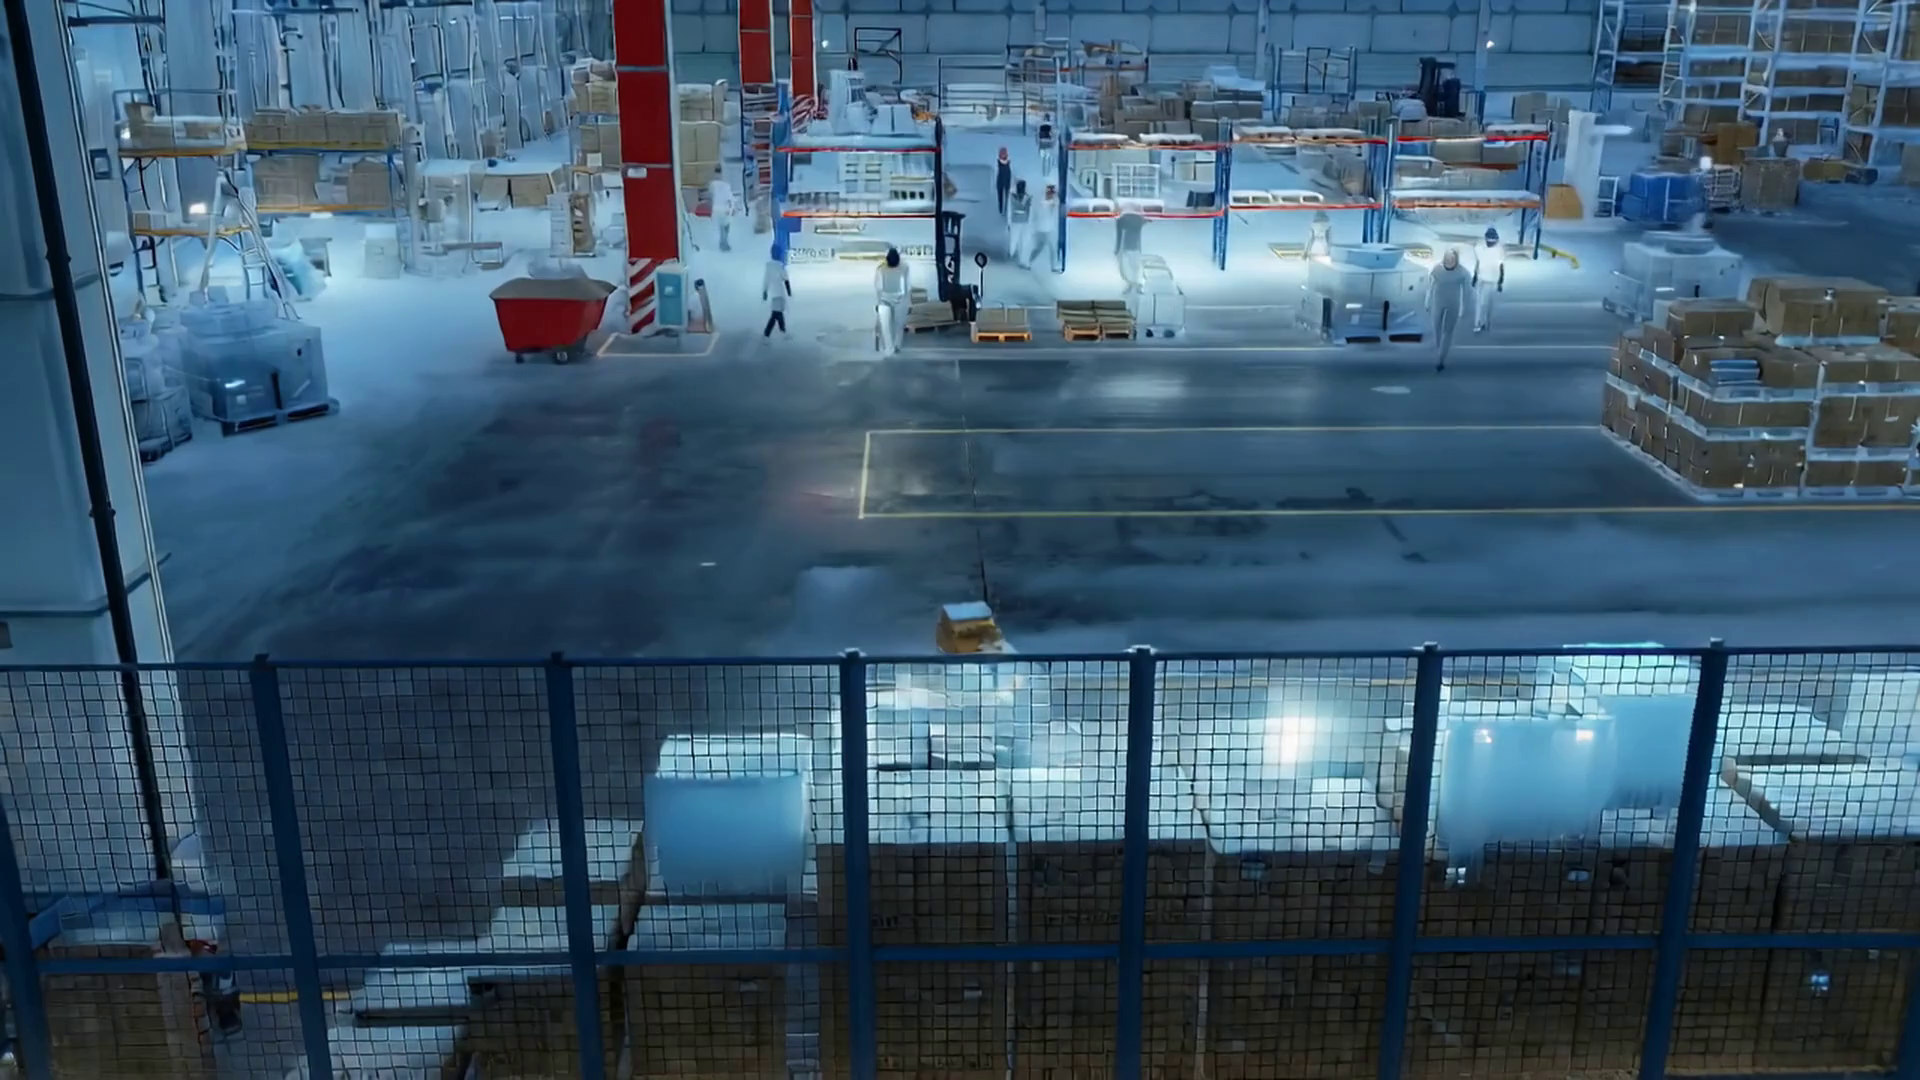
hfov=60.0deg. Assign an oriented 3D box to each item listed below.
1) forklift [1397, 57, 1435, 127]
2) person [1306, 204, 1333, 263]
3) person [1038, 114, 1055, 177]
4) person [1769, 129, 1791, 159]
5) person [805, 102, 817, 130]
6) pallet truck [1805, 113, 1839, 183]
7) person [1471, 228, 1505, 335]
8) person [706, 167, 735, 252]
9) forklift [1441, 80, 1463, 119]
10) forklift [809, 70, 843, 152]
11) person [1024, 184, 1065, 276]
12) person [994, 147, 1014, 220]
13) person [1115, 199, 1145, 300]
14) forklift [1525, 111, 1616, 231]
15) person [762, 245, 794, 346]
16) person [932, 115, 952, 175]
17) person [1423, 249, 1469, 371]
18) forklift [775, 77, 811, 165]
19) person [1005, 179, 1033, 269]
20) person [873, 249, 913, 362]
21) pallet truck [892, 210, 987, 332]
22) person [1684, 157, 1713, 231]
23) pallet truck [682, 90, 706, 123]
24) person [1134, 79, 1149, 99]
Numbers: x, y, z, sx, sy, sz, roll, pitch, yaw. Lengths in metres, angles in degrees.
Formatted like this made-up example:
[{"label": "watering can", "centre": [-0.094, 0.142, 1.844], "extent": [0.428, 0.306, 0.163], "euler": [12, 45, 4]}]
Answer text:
[{"label": "forklift", "centre": [19.208, -18.500, 68.752], "extent": [1.873, 2.768, 1.129], "euler": [-1, 19, -1]}, {"label": "person", "centre": [6.991, -5.650, 32.385], "extent": [0.492, 1.742, 0.323], "euler": [1, 19, 3]}, {"label": "person", "centre": [2.700, -12.330, 51.983], "extent": [0.556, 1.893, 1.013], "euler": [0, 19, 0]}, {"label": "person", "centre": [23.456, -10.832, 47.650], "extent": [0.536, 1.824, 1.006], "euler": [4, 19, 11]}, {"label": "person", "centre": [-5.419, -15.169, 60.807], "extent": [0.506, 1.620, 0.531], "euler": [10, 21, 26]}, {"label": "pallet truck", "centre": [26.403, -11.957, 50.702], "extent": [0.823, 1.965, 1.885], "euler": [6, 19, 16]}, {"label": "person", "centre": [9.111, -4.462, 28.741], "extent": [0.549, 1.816, 0.966], "euler": [8, 20, 22]}, {"label": "person", "centre": [-5.374, -7.421, 37.403], "extent": [0.636, 1.892, 0.588], "euler": [2, 19, 6]}, {"label": "forklift", "centre": [15.639, -13.239, 53.146], "extent": [1.873, 2.768, 1.129], "euler": [-1, 19, -1]}, {"label": "forklift", "centre": [-4.390, -15.230, 59.051], "extent": [1.873, 2.768, 1.129], "euler": [1, 19, 3]}, {"label": "person", "centre": [1.730, -6.464, 34.604], "extent": [0.968, 1.869, 0.643], "euler": [14, 23, 36]}, {"label": "person", "centre": [1.127, -9.205, 42.840], "extent": [0.522, 1.813, 0.929], "euler": [0, 19, -1]}, {"label": "person", "centre": [3.236, -5.537, 31.778], "extent": [0.642, 1.927, 0.440], "euler": [-8, 20, -21]}, {"label": "forklift", "centre": [15.029, -9.013, 40.610], "extent": [1.873, 2.768, 1.129], "euler": [-1, 19, -2]}, {"label": "person", "centre": [-3.102, -4.130, 28.015], "extent": [0.542, 1.650, 0.879], "euler": [14, 23, 36]}, {"label": "person", "centre": [-0.623, -12.480, 52.534], "extent": [0.583, 1.830, 1.015], "euler": [-10, 21, -28]}, {"label": "person", "centre": [7.657, -3.659, 26.277], "extent": [0.645, 1.887, 1.044], "euler": [8, 20, 22]}, {"label": "forklift", "centre": [-5.920, -13.893, 55.085], "extent": [1.873, 2.768, 1.129], "euler": [-1, 19, -1]}, {"label": "person", "centre": [1.248, -6.790, 35.578], "extent": [0.595, 1.877, 0.945], "euler": [0, 19, -1]}, {"label": "person", "centre": [-1.079, -3.812, 26.879], "extent": [0.633, 1.790, 0.947], "euler": [0, 19, 0]}, {"label": "pallet truck", "centre": [-0.493, -4.759, 29.349], "extent": [1.885, 1.965, 0.823], "euler": [-13, 23, -34]}, {"label": "person", "centre": [17.445, -8.036, 39.169], "extent": [0.678, 1.962, 0.623], "euler": [4, 19, 11]}, {"label": "pallet truck", "centre": [-9.671, -15.907, 62.421], "extent": [0.823, 1.965, 1.885], "euler": [5, 19, 15]}, {"label": "person", "centre": [7.574, -18.330, 69.699], "extent": [0.635, 1.939, 0.361], "euler": [-4, 19, -13]}]
